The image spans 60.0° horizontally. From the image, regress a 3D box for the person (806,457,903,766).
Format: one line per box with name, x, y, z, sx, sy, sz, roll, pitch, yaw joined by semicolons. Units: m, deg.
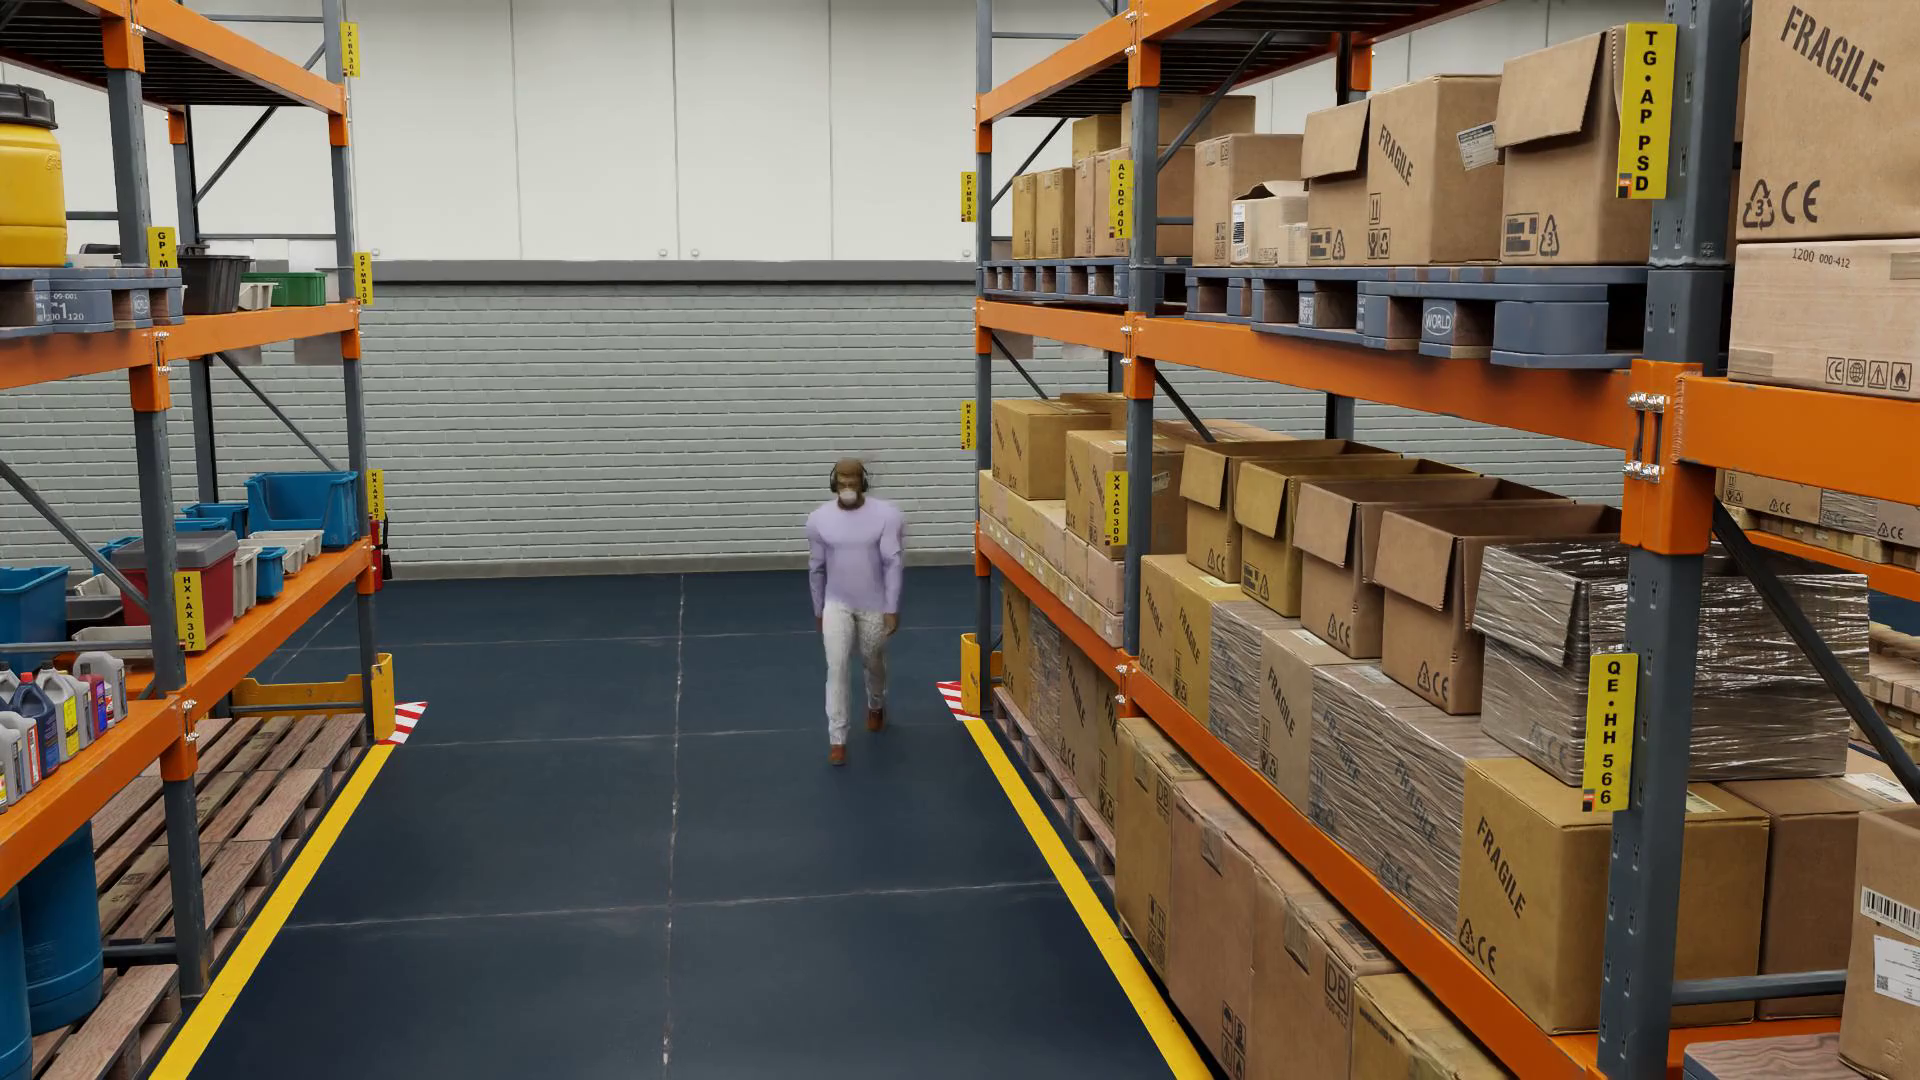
person;-0.657;0.393;10.548;0.622;1.895;1.009;0;9;3
